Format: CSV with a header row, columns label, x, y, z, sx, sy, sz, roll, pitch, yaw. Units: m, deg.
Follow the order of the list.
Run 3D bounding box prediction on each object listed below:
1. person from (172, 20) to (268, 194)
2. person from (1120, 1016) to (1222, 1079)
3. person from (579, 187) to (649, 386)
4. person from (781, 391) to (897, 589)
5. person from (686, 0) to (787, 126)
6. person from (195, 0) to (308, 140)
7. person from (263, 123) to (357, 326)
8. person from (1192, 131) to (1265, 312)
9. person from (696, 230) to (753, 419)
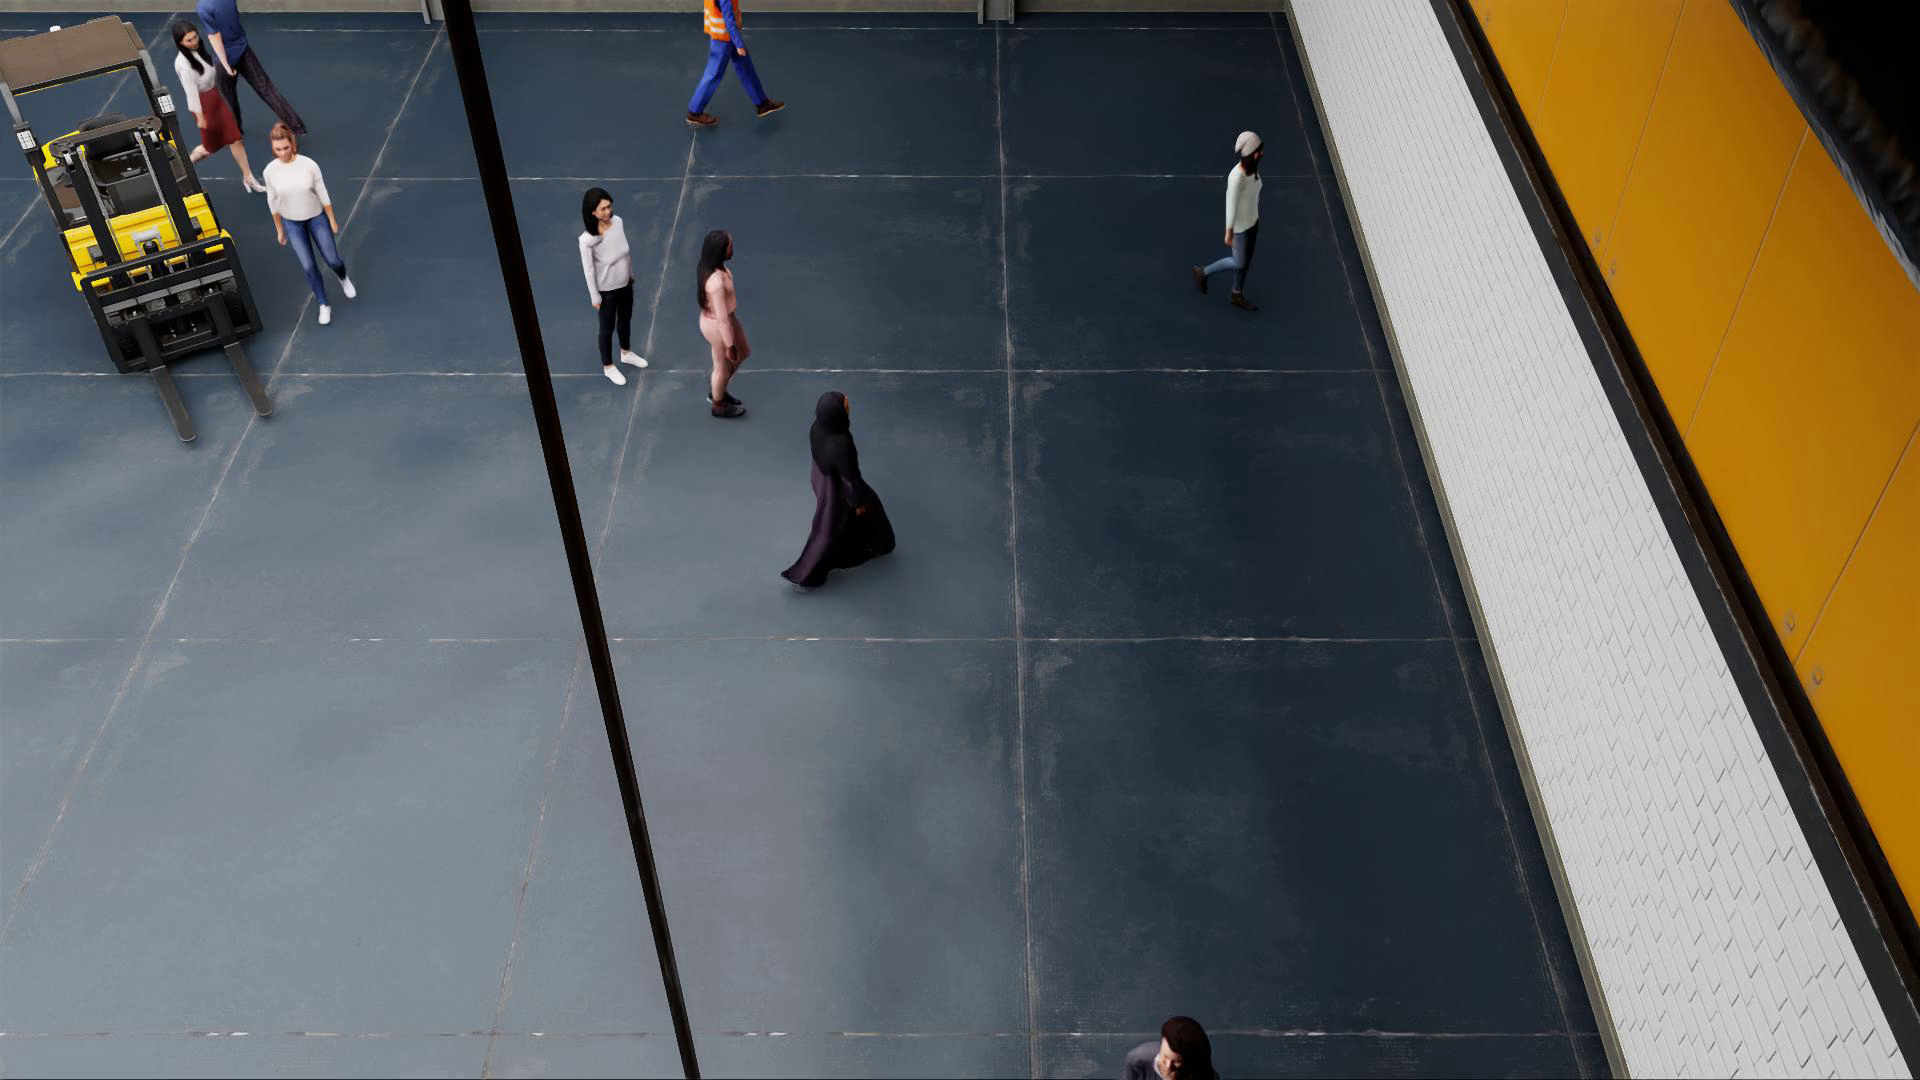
label,x,y,z,sx,sy,sz,roll,pitch,yaw
person,-6.822,-3.837,14.926,1.007,1.729,0.624,-2,44,-2
person,0.991,2.741,8.009,1.066,1.746,0.890,12,45,13
person,-2.736,-2.014,13.033,0.716,1.701,0.705,23,48,22
person,-0.913,-0.335,11.340,1.190,1.605,0.916,-17,46,-17
person,-2.329,-4.763,15.835,1.311,1.816,0.931,-10,45,-11
person,-6.706,-4.513,15.574,1.326,1.814,1.017,18,47,18
person,-5.374,-2.632,13.673,0.742,1.713,0.765,-8,44,-8
person,2.258,-2.640,13.740,0.926,1.632,0.801,22,48,21
person,-1.892,-1.586,12.581,0.653,1.706,0.697,-5,44,-6
